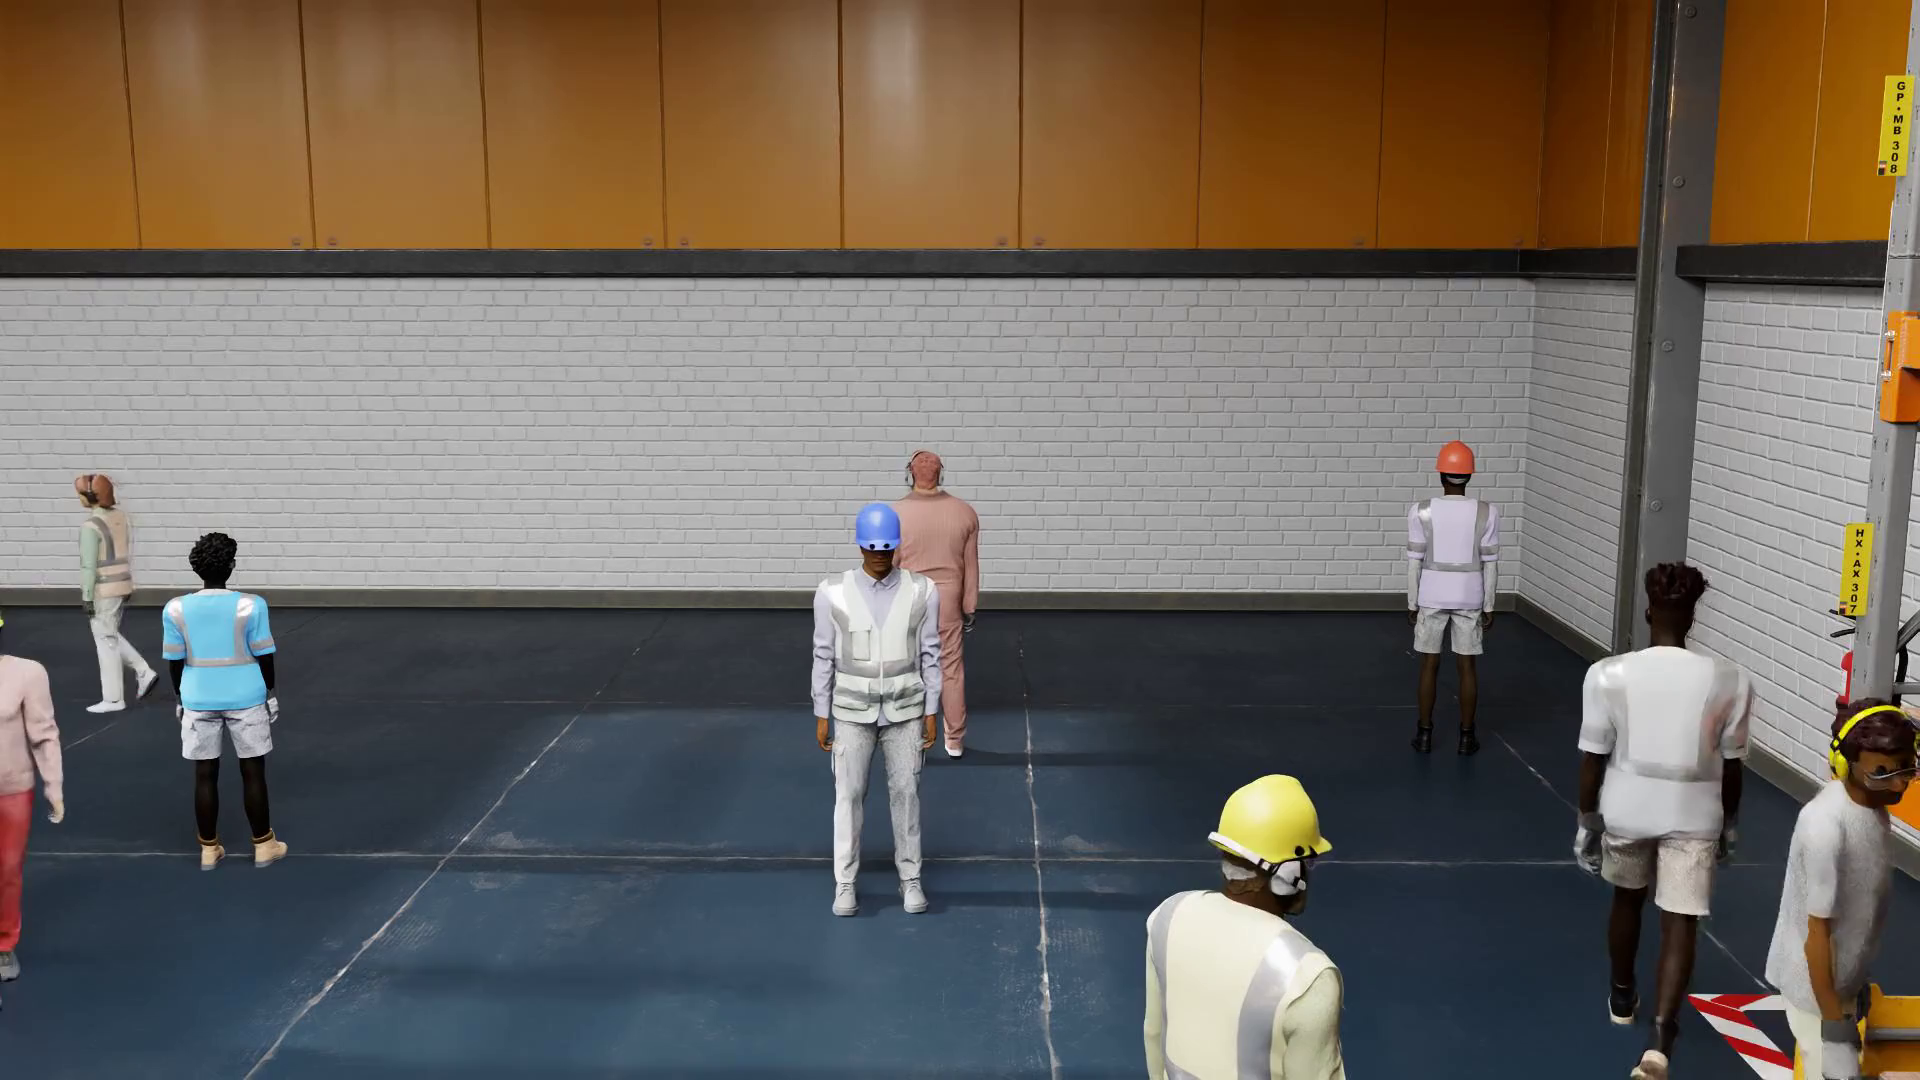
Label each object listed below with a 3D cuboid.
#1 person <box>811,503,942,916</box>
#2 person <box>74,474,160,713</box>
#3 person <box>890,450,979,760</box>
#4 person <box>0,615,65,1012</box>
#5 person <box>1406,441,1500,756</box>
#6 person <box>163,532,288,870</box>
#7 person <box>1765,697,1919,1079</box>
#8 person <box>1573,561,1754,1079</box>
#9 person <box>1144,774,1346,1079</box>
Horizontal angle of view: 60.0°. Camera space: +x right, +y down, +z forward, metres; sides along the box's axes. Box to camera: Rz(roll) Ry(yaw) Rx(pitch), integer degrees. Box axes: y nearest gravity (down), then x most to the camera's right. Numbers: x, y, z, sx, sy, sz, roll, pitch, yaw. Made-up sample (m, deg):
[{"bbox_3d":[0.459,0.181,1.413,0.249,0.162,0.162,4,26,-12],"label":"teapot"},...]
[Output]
[{"bbox_3d":[-0.384,0.782,7.694,0.610,1.938,0.413,-1,10,-8],"label":"person"},{"bbox_3d":[-5.709,0.359,11.142,0.388,1.624,0.540,0,9,-2],"label":"person"},{"bbox_3d":[-0.206,0.403,10.065,0.651,1.904,0.403,-4,10,-20],"label":"person"},{"bbox_3d":[-3.924,1.047,6.735,0.537,1.715,0.898,-7,12,-36],"label":"person"},{"bbox_3d":[3.009,0.361,10.206,0.545,1.942,0.351,2,10,14],"label":"person"},{"bbox_3d":[-3.656,0.804,8.279,0.529,1.697,0.321,-1,10,-5],"label":"person"},{"bbox_3d":[2.497,1.327,4.804,0.423,1.855,0.574,9,13,42],"label":"person"},{"bbox_3d":[2.611,1.039,6.231,0.583,1.922,0.953,5,11,27],"label":"person"},{"bbox_3d":[0.703,1.456,3.986,0.404,1.827,0.600,-7,11,-34],"label":"person"}]
